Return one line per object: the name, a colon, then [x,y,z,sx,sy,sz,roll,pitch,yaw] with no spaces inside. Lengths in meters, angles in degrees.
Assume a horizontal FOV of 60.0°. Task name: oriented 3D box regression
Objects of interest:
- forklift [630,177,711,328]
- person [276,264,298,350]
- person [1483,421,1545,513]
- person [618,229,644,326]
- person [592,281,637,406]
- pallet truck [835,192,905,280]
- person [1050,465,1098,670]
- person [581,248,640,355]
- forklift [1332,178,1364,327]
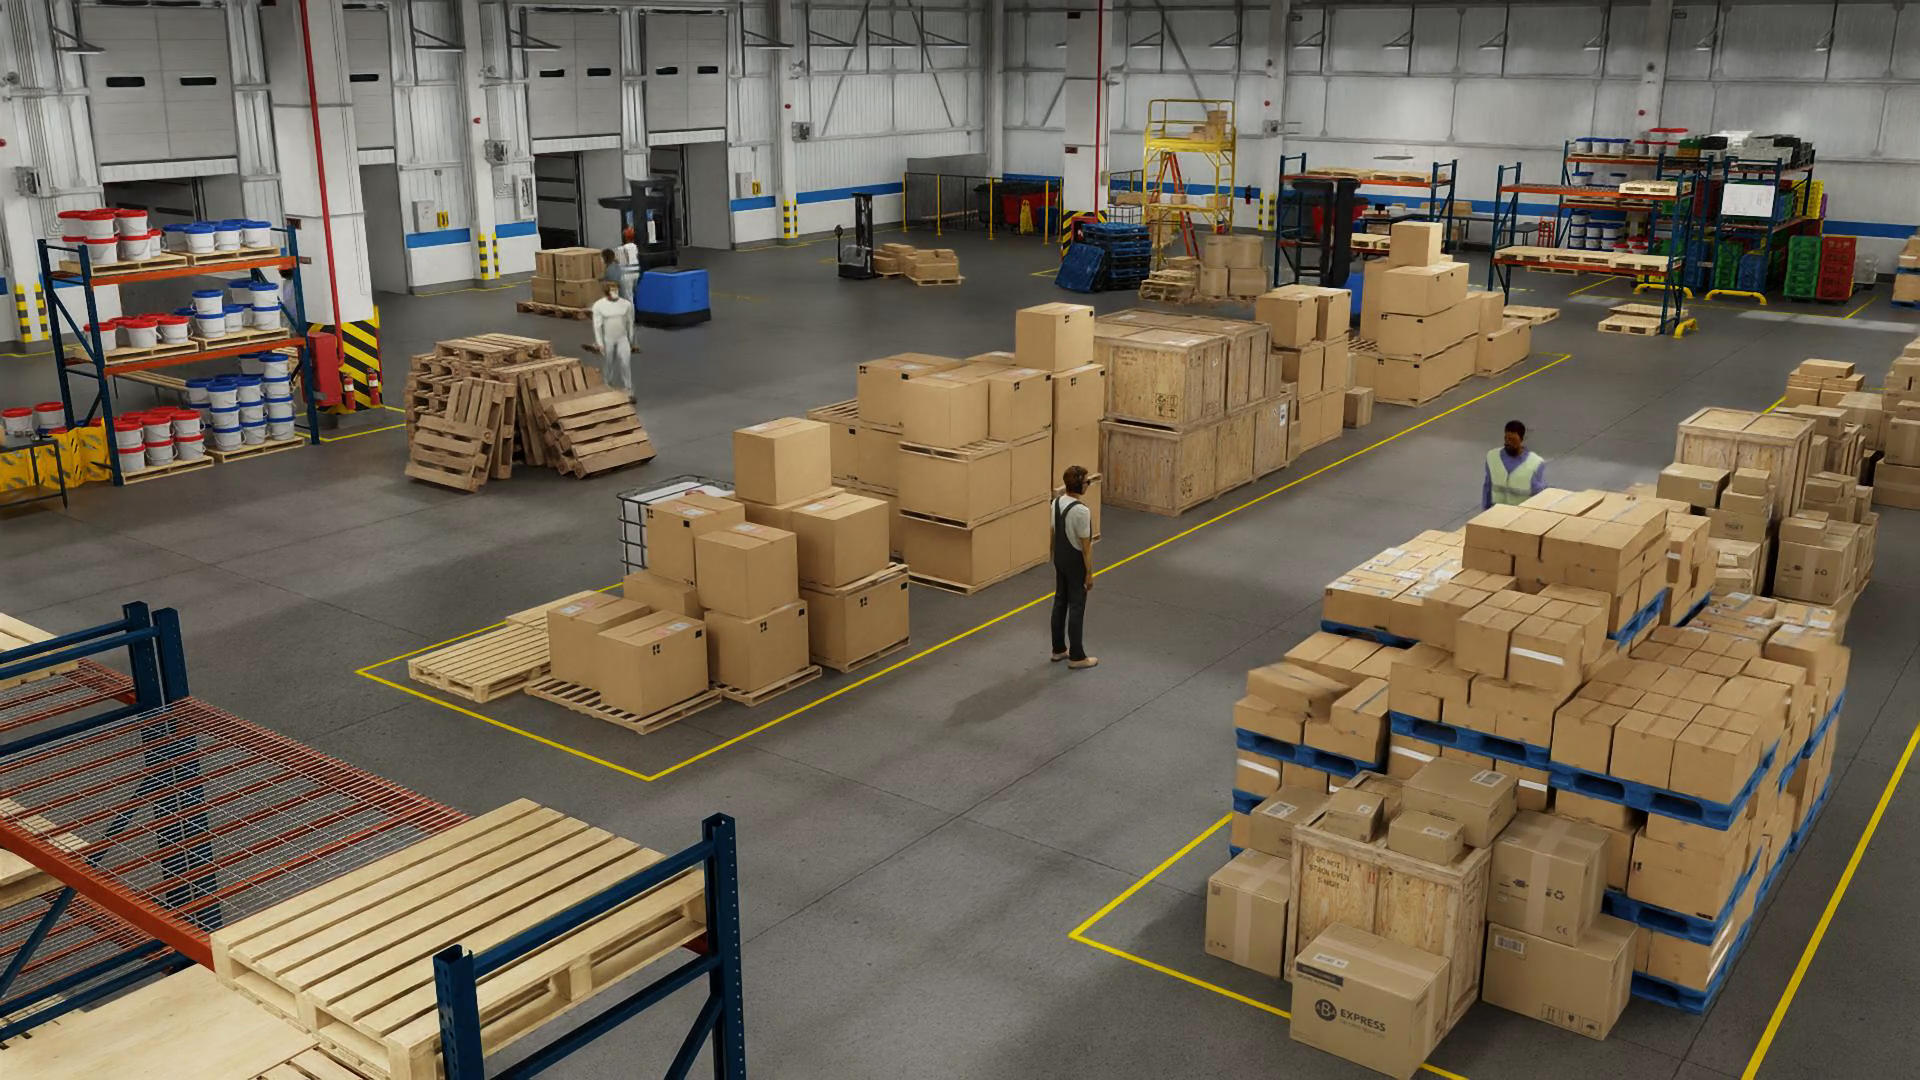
forklift: [-5.919,-5.658,32.509,1.873,2.768,1.129,12,21,35]
person: [-11.239,-3.819,28.118,0.560,1.892,0.983,14,22,39]
person: [5.373,-0.247,16.271,0.600,1.899,0.463,13,21,36]
person: [-6.419,-5.119,32.423,0.355,1.883,0.573,14,22,39]
person: [-5.257,-3.000,25.382,0.632,1.886,1.015,-7,18,-22]
pallet truck: [-1.936,-7.159,38.982,1.885,1.965,0.823,-12,21,-34]
person: [1.007,0.237,14.752,0.340,1.845,0.512,-12,20,-34]
person: [-6.195,-4.209,29.407,1.033,1.880,0.656,0,17,-1]
forklift: [7.418,-5.569,32.216,1.873,2.768,1.129,3,17,10]
